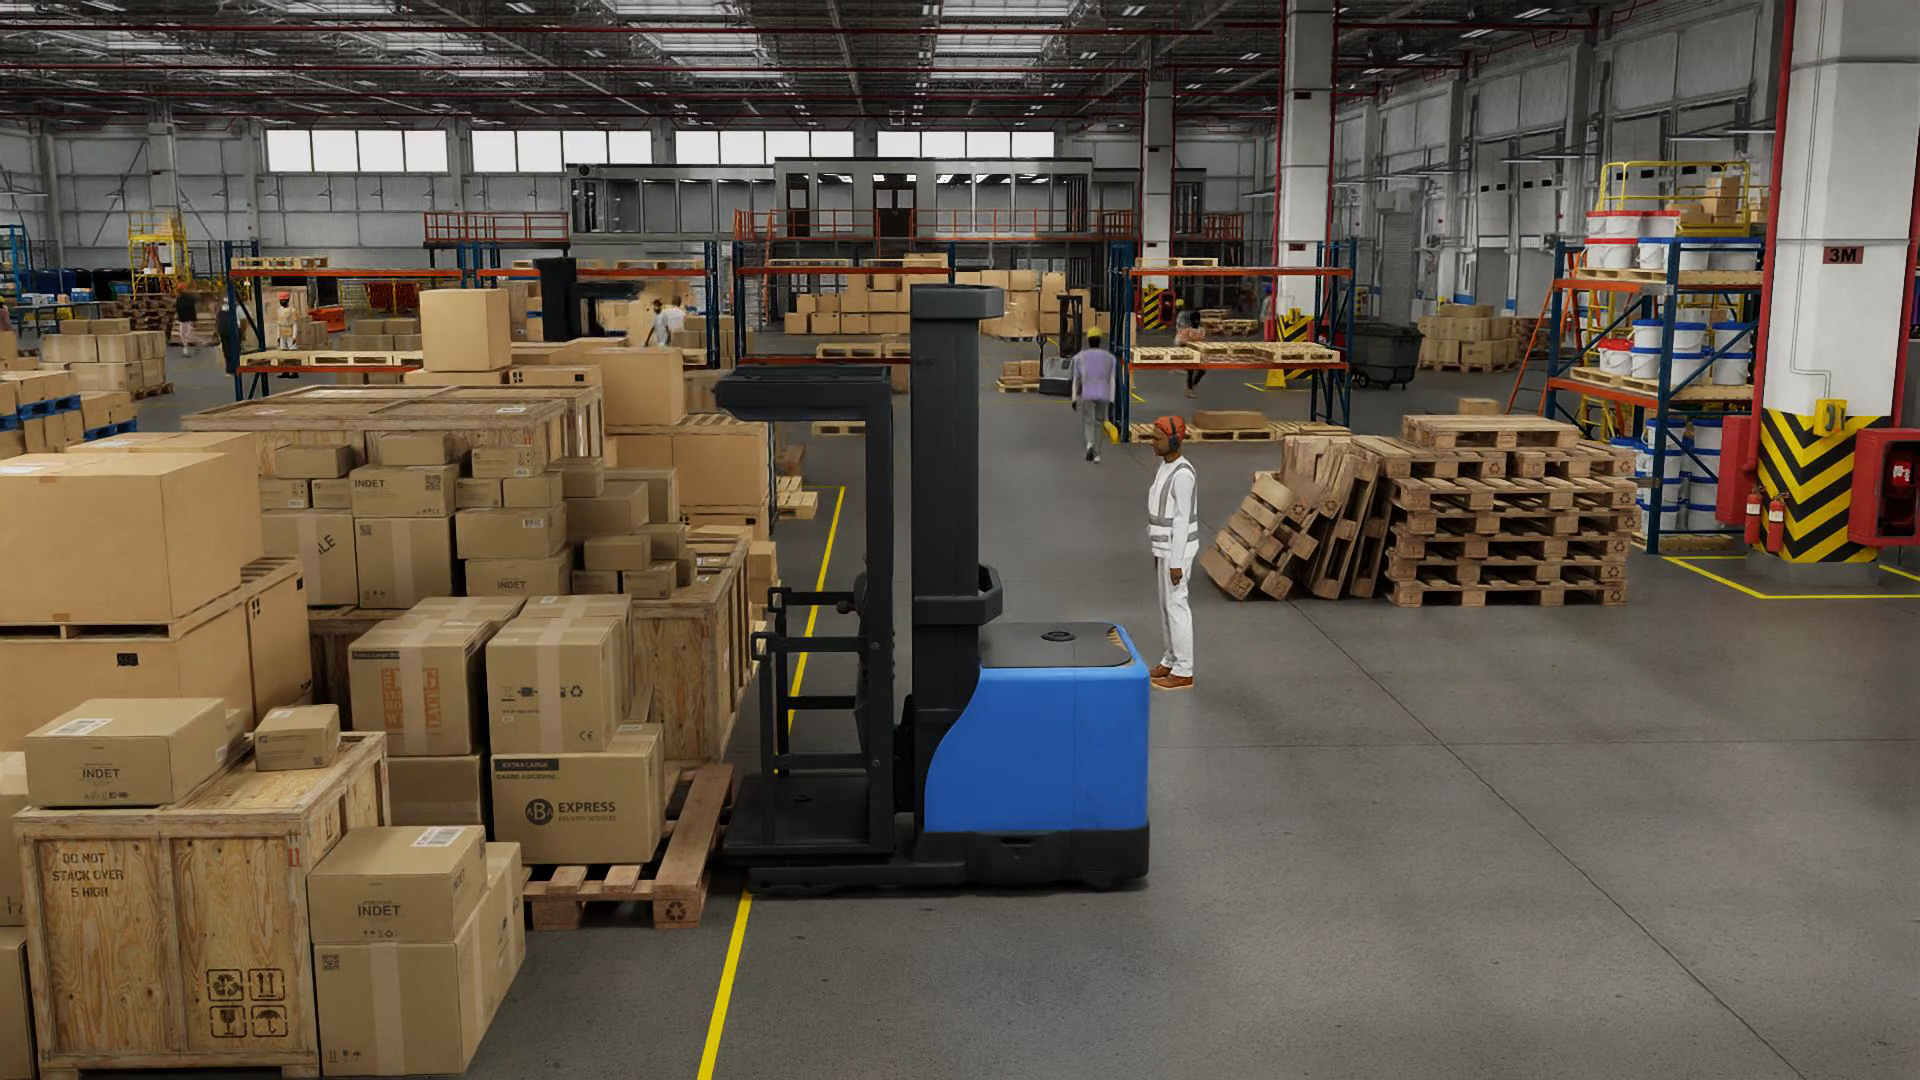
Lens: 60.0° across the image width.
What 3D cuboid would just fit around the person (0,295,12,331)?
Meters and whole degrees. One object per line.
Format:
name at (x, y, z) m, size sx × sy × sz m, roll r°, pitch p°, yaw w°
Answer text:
person at (-22.859, -4.948, 39.653) m, size 0.533 × 1.767 × 0.326 m, roll 0°, pitch 10°, yaw 3°

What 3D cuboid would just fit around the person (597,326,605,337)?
person at (-4.900, -1.933, 22.475) m, size 0.594 × 1.909 × 0.407 m, roll 3°, pitch 11°, yaw 15°

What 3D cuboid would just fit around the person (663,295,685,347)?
person at (-6.253, -4.386, 36.179) m, size 0.637 × 1.901 × 0.994 m, roll 5°, pitch 11°, yaw 26°

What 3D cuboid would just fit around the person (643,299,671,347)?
person at (-6.309, -4.125, 34.859) m, size 0.766 × 1.837 × 0.579 m, roll -7°, pitch 12°, yaw -34°

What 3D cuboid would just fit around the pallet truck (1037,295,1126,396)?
pallet truck at (2.483, -3.881, 33.060) m, size 1.885 × 1.965 × 0.823 m, roll -7°, pitch 13°, yaw -36°

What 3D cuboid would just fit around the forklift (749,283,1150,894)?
forklift at (-0.058, 0.174, 8.009) m, size 1.873 × 2.768 × 1.129 m, roll 0°, pitch 10°, yaw -2°

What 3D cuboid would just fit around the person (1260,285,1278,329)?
person at (8.269, -5.802, 44.035) m, size 0.619 × 1.912 × 0.969 m, roll -9°, pitch 13°, yaw -40°

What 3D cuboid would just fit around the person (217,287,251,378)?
person at (-16.305, -4.652, 37.237) m, size 0.691 × 2.000 × 0.663 m, roll 4°, pitch 11°, yaw 21°

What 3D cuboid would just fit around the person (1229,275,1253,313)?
person at (12.056, -10.659, 70.997) m, size 1.040 × 1.920 × 0.649 m, roll -1°, pitch 10°, yaw -5°

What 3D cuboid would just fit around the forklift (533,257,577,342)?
forklift at (-5.113, -2.212, 21.302) m, size 1.873 × 2.768 × 1.129 m, roll 0°, pitch 10°, yaw -2°

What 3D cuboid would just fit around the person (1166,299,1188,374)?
person at (4.982, -4.669, 38.192) m, size 0.644 × 1.720 × 0.516 m, roll 1°, pitch 10°, yaw 7°

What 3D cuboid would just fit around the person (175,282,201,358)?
person at (-20.279, -5.756, 43.555) m, size 0.645 × 1.974 × 0.480 m, roll 5°, pitch 11°, yaw 24°

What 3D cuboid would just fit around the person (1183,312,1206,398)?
person at (4.565, -3.595, 32.342) m, size 0.555 × 1.682 × 0.372 m, roll -5°, pitch 11°, yaw -26°

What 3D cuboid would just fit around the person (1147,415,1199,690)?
person at (1.443, 0.085, 11.322) m, size 0.351 × 1.878 × 0.569 m, roll 0°, pitch 10°, yaw -3°

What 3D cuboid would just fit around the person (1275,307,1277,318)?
person at (7.624, -4.938, 39.470) m, size 0.632 × 1.812 × 0.874 m, roll -6°, pitch 12°, yaw -30°

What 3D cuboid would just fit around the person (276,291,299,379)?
person at (-14.965, -4.550, 36.956) m, size 0.545 × 1.938 × 0.356 m, roll 4°, pitch 11°, yaw 22°

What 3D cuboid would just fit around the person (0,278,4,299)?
person at (-37.332, -9.519, 64.383) m, size 0.607 × 2.017 × 0.831 m, roll -4°, pitch 11°, yaw -19°

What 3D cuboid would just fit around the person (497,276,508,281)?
person at (-20.157, -11.026, 73.177) m, size 0.584 × 1.884 × 0.348 m, roll -5°, pitch 11°, yaw -26°

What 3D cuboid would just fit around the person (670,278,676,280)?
person at (-9.013, -7.337, 52.608) m, size 0.570 × 1.881 × 0.989 m, roll -5°, pitch 11°, yaw -27°

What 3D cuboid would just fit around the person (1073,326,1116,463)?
person at (1.843, -1.985, 22.812) m, size 0.593 × 1.895 × 0.593 m, roll 0°, pitch 10°, yaw 1°
